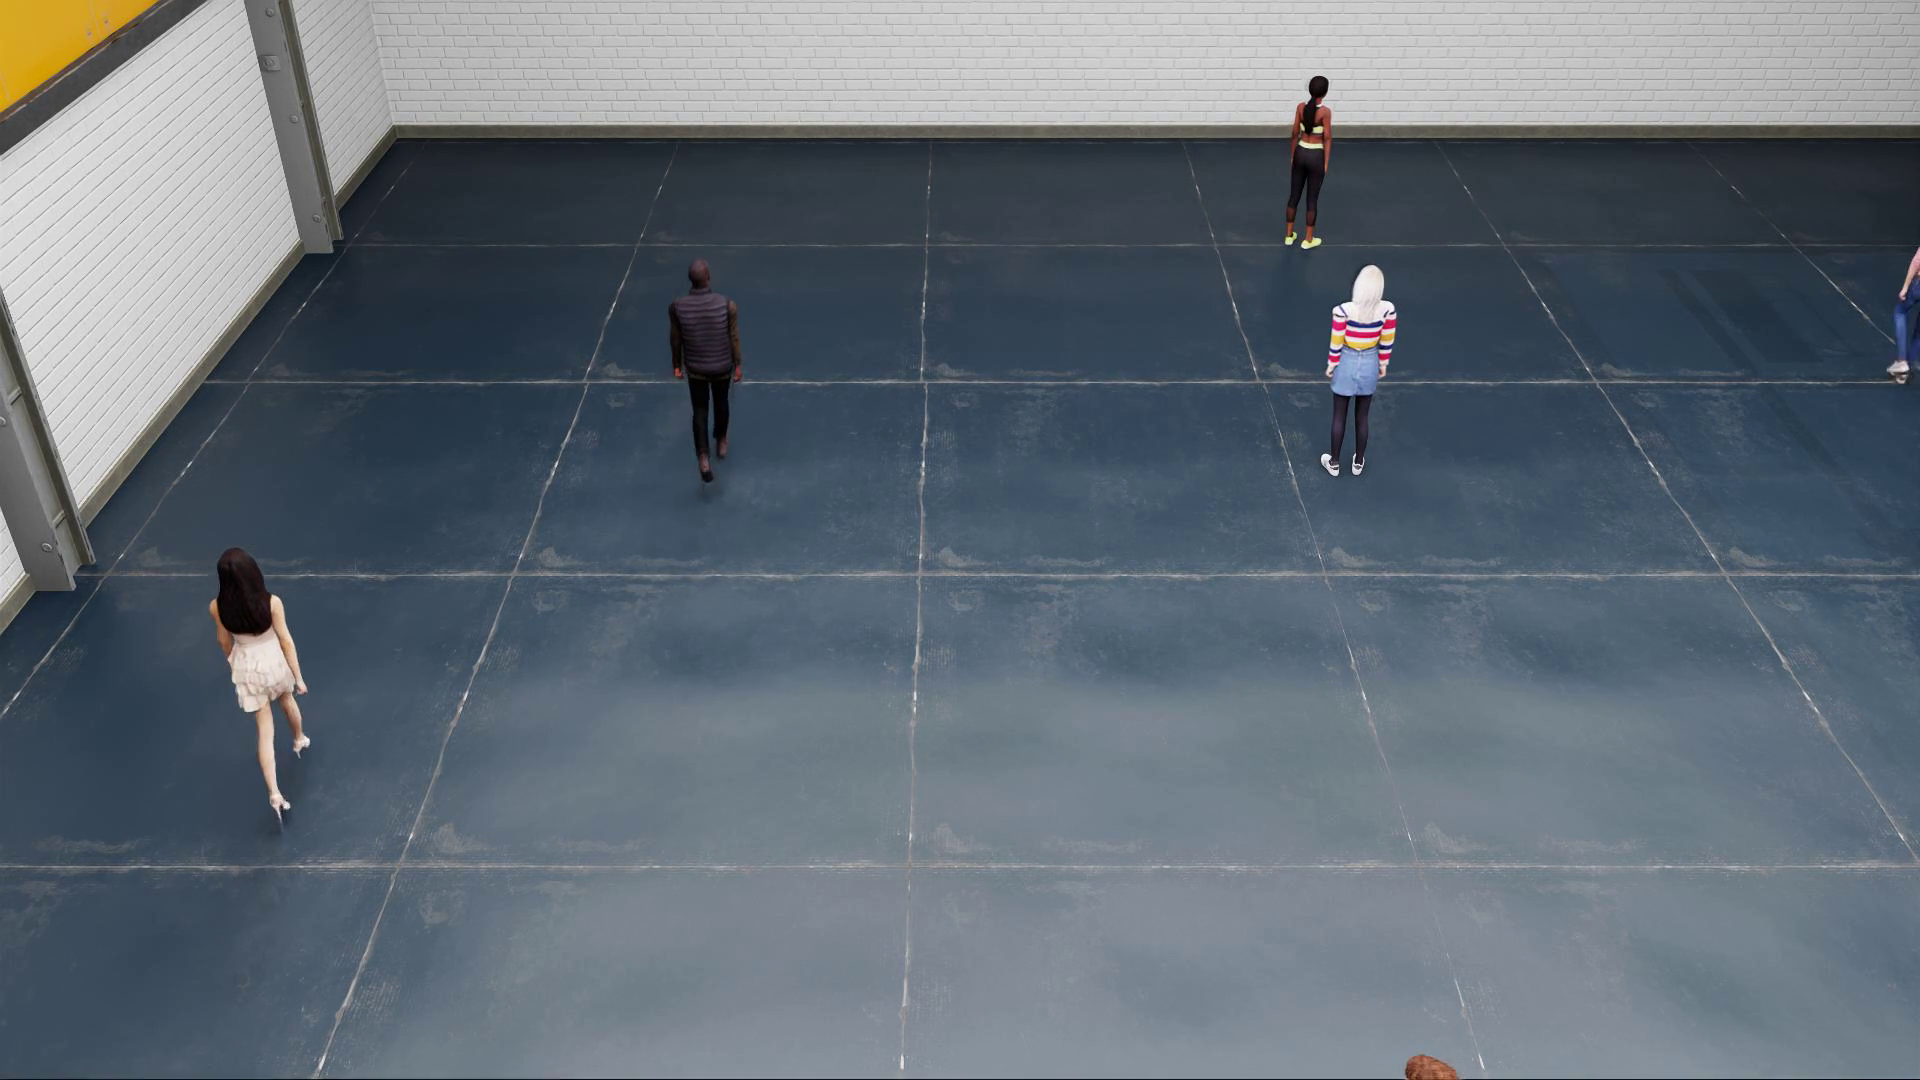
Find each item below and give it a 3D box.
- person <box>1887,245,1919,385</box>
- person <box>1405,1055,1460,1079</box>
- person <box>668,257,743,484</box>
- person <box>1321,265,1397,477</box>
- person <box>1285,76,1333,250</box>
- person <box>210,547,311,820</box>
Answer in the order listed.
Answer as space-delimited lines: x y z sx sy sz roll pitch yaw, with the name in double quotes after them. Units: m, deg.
8.340 -2.124 14.285 0.668 1.734 0.693 7 34 10 "person"
1.972 2.774 7.182 0.618 1.439 0.631 -13 36 -19 "person"
-1.979 -1.306 12.984 0.746 1.812 1.121 -2 34 -4 "person"
3.107 -1.331 13.027 0.646 1.806 0.504 0 34 0 "person"
3.524 -3.823 16.823 0.639 1.753 0.674 22 39 29 "person"
-4.133 0.869 9.817 0.737 1.695 1.087 -6 34 -8 "person"
